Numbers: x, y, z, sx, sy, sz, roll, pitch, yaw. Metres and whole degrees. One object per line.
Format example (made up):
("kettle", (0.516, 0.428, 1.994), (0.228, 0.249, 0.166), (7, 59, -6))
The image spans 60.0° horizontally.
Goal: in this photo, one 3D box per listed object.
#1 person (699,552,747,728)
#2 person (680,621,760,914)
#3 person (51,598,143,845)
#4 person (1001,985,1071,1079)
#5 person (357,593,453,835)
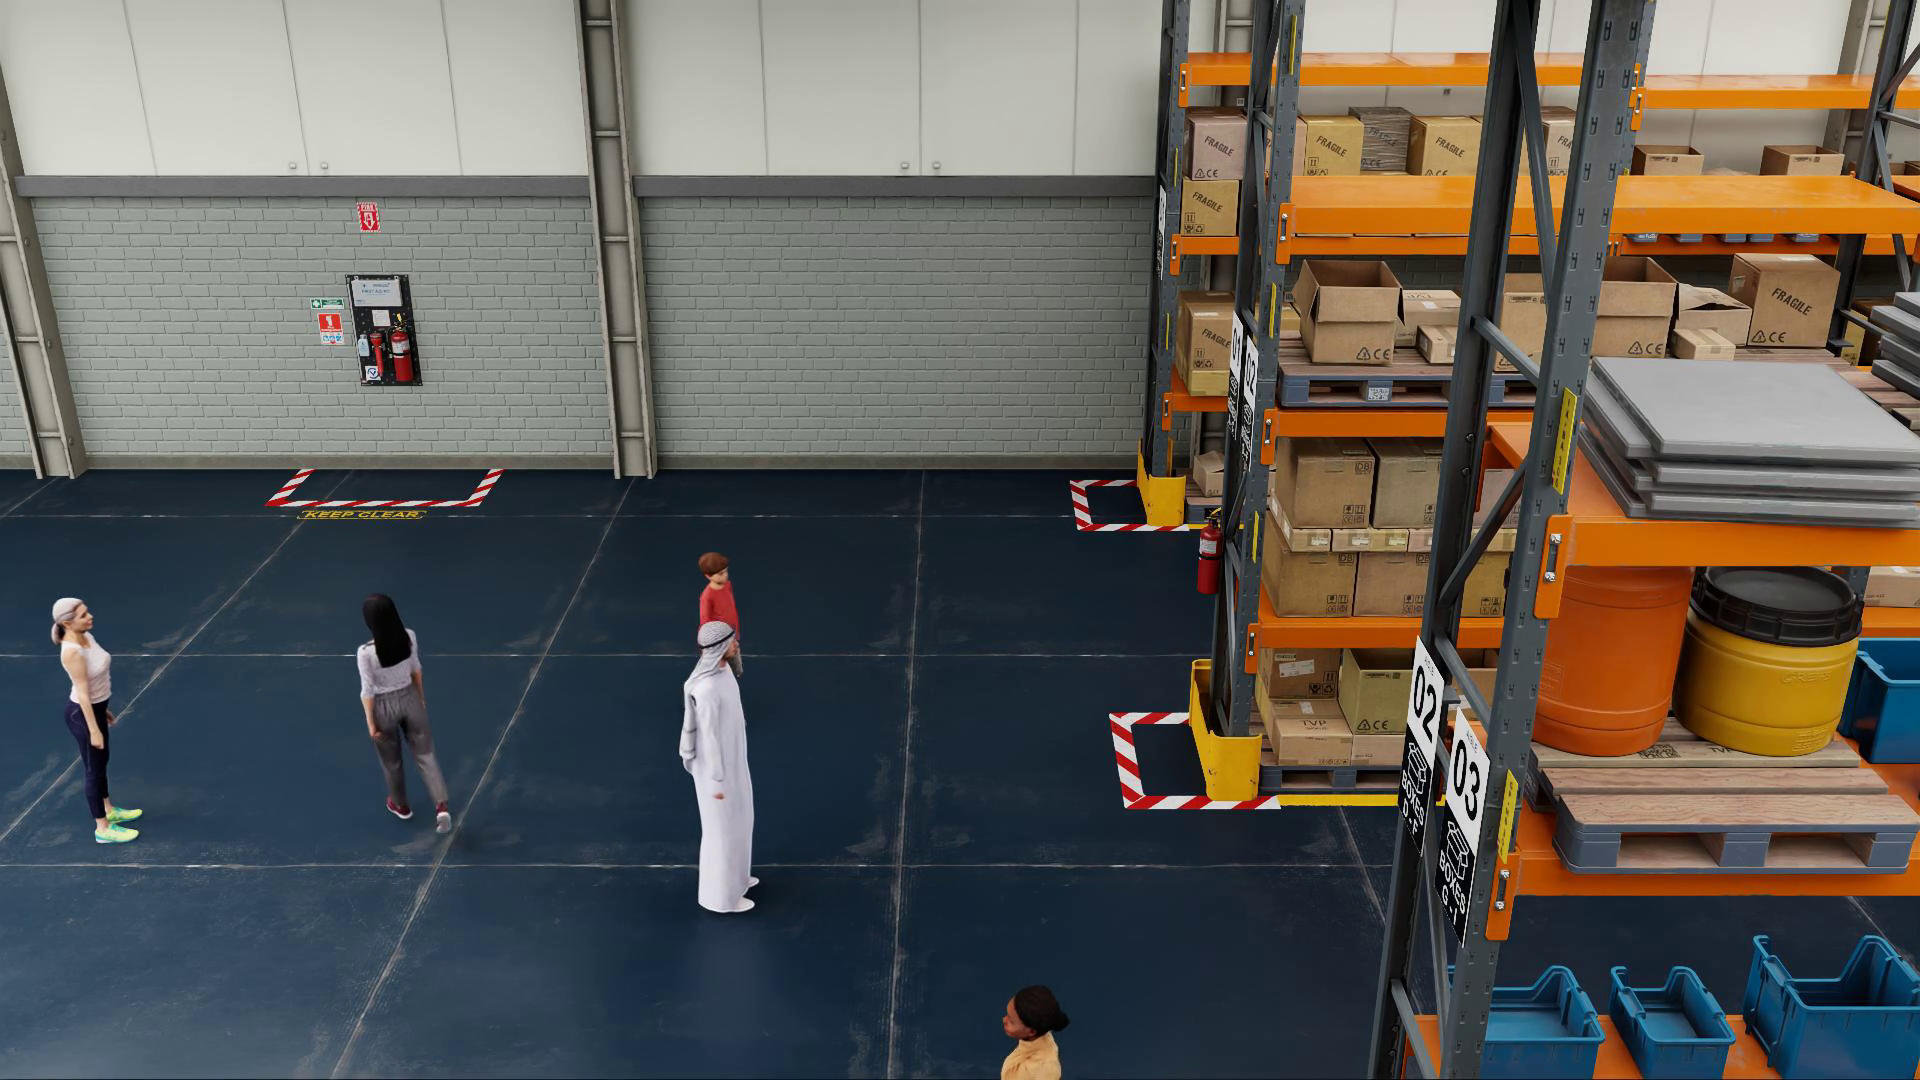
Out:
("person", (-1.815, 0.720, 12.259), (0.816, 1.403, 0.689), (10, 25, 23))
("person", (-1.465, 1.366, 10.077), (0.648, 1.923, 0.690), (2, 23, 4))
("person", (-5.683, 1.155, 10.856), (0.636, 1.701, 0.656), (-7, 24, -17))
("person", (0.425, 2.654, 7.395), (0.635, 1.649, 0.631), (-5, 24, -12))
("person", (-3.619, 1.151, 10.845), (1.041, 1.716, 1.058), (-19, 30, -38))
